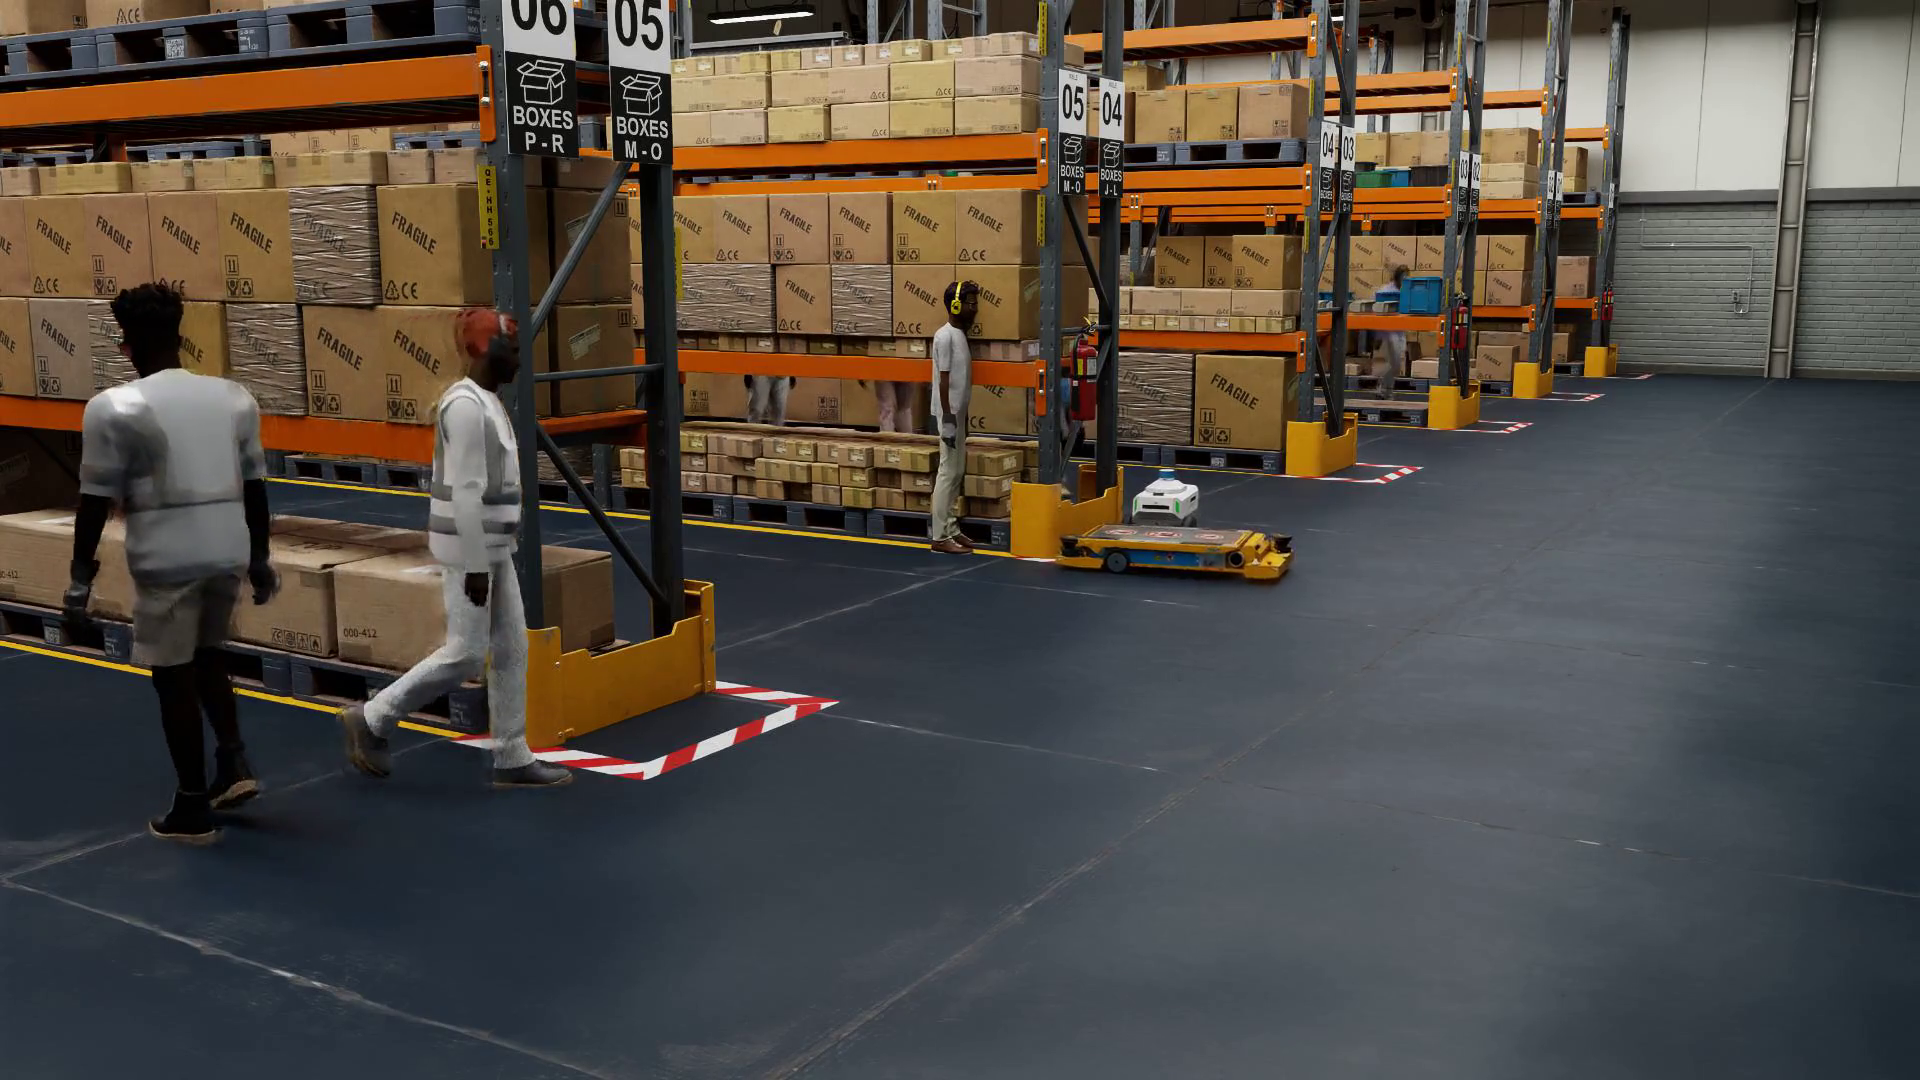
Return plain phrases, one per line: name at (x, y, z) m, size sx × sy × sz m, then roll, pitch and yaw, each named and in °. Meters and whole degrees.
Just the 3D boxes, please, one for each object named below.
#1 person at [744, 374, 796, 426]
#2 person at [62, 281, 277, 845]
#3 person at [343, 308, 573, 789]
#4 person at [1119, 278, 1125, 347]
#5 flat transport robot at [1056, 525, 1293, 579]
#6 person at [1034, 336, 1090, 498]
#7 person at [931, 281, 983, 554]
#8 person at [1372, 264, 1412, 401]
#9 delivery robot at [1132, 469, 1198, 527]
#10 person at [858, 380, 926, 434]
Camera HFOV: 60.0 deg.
person at (-1.860, -1.649, 16.219) m, size 0.429 × 1.842 × 0.631 m, roll 10°, pitch 14°, yaw 44°
person at (-2.737, 0.080, 5.797) m, size 0.490 × 1.937 × 0.684 m, roll 5°, pitch 11°, yaw 28°
person at (-1.919, 0.051, 6.302) m, size 0.764 × 1.847 × 0.616 m, roll 0°, pitch 10°, yaw -2°
person at (1.892, -2.253, 19.909) m, size 0.904 × 1.802 × 0.578 m, roll 7°, pitch 12°, yaw 35°
flat transport robot at (1.401, 0.059, 10.812) m, size 1.431 × 0.197 × 0.652 m, roll 3°, pitch 10°, yaw 18°
person at (0.843, -1.209, 14.110) m, size 0.548 × 1.677 × 0.490 m, roll -4°, pitch 10°, yaw -21°
person at (-0.027, -0.831, 11.393) m, size 0.333 × 1.860 × 0.510 m, roll 2°, pitch 10°, yaw 14°
person at (5.724, -2.653, 21.850) m, size 0.446 × 1.923 × 0.647 m, roll 9°, pitch 13°, yaw 44°
delivery robot at (1.424, -0.247, 11.499) m, size 0.477 × 0.478 × 0.707 m, roll 3°, pitch 10°, yaw 18°
person at (-0.645, -1.602, 15.588) m, size 0.633 × 1.957 × 0.828 m, roll -2°, pitch 10°, yaw -12°
